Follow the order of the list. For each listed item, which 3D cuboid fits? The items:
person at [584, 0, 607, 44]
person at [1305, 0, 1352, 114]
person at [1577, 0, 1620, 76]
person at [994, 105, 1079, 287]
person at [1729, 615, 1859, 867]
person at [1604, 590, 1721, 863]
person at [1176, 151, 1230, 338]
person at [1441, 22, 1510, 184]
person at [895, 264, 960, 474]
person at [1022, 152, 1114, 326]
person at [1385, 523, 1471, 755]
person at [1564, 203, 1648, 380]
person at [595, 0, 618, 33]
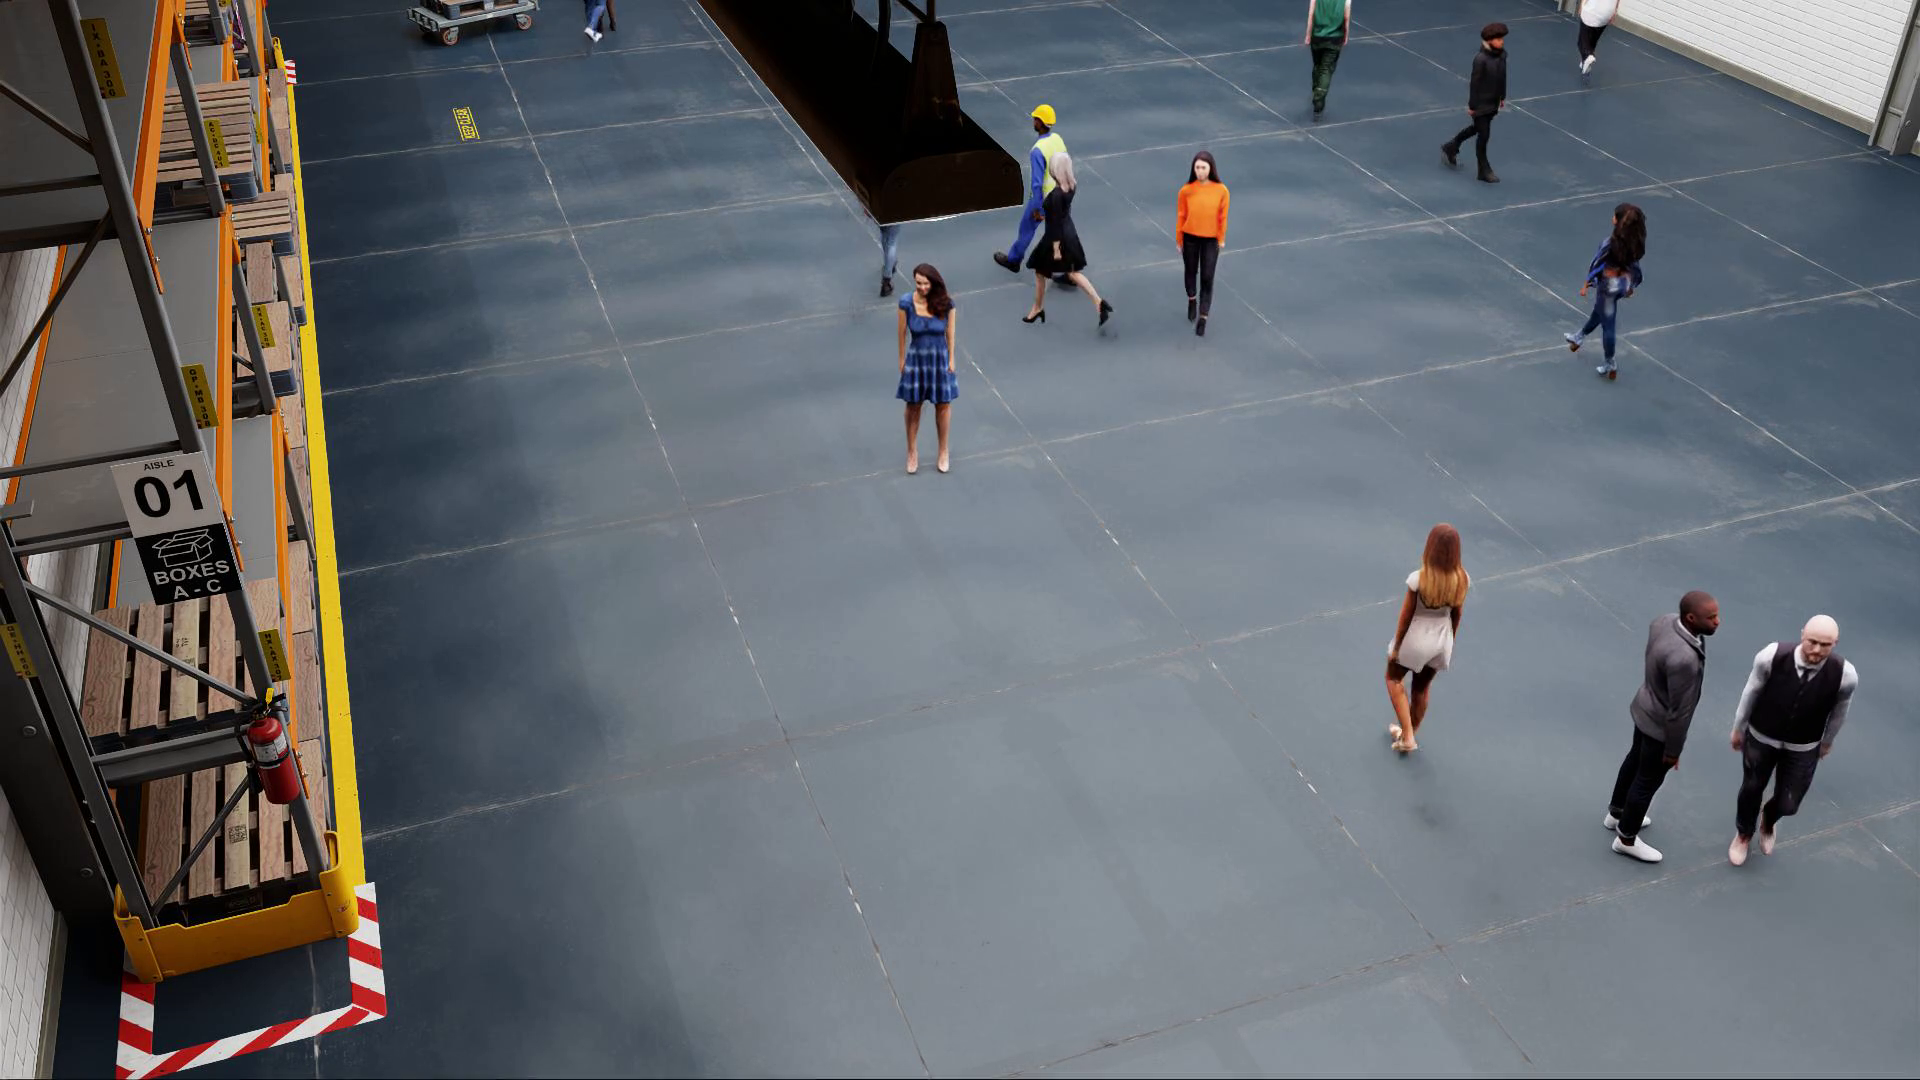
[{"bbox_3d":[-5.122,-7.642,22.824,0.882,1.710,1.000,7,34,10],"label":"person"},{"bbox_3d":[4.516,-6.146,20.490,1.123,1.802,1.218,12,36,18],"label":"person"},{"bbox_3d":[8.330,-6.897,21.745,0.814,1.664,0.998,-1,34,-1],"label":"person"},{"bbox_3d":[0.925,-3.313,16.264,1.286,1.762,1.053,23,40,30],"label":"person"},{"bbox_3d":[4.747,1.106,9.579,0.843,1.802,0.911,17,37,24],"label":"person"},{"bbox_3d":[4.049,1.049,9.653,0.862,1.816,0.734,6,34,9],"label":"person"},{"bbox_3d":[2.247,-2.824,15.571,0.971,1.714,1.145,6,34,9],"label":"person"},{"bbox_3d":[5.864,-4.970,18.766,0.863,1.752,1.184,-25,41,-32],"label":"person"},{"bbox_3d":[-0.244,-1.372,13.305,0.753,1.805,0.726,2,34,2],"label":"person"},{"bbox_3d":[1.010,-2.731,15.433,1.108,1.713,1.084,13,36,19],"label":"person"},{"bbox_3d":[2.902,0.696,10.308,0.662,1.679,0.727,-5,34,-7],"label":"person"},{"bbox_3d":[5.815,-2.171,14.704,0.684,1.587,0.974,-14,36,-20],"label":"person"},{"bbox_3d":[-5.089,-7.878,23.567,0.493,1.279,0.478,-12,35,-17],"label":"person"}]
